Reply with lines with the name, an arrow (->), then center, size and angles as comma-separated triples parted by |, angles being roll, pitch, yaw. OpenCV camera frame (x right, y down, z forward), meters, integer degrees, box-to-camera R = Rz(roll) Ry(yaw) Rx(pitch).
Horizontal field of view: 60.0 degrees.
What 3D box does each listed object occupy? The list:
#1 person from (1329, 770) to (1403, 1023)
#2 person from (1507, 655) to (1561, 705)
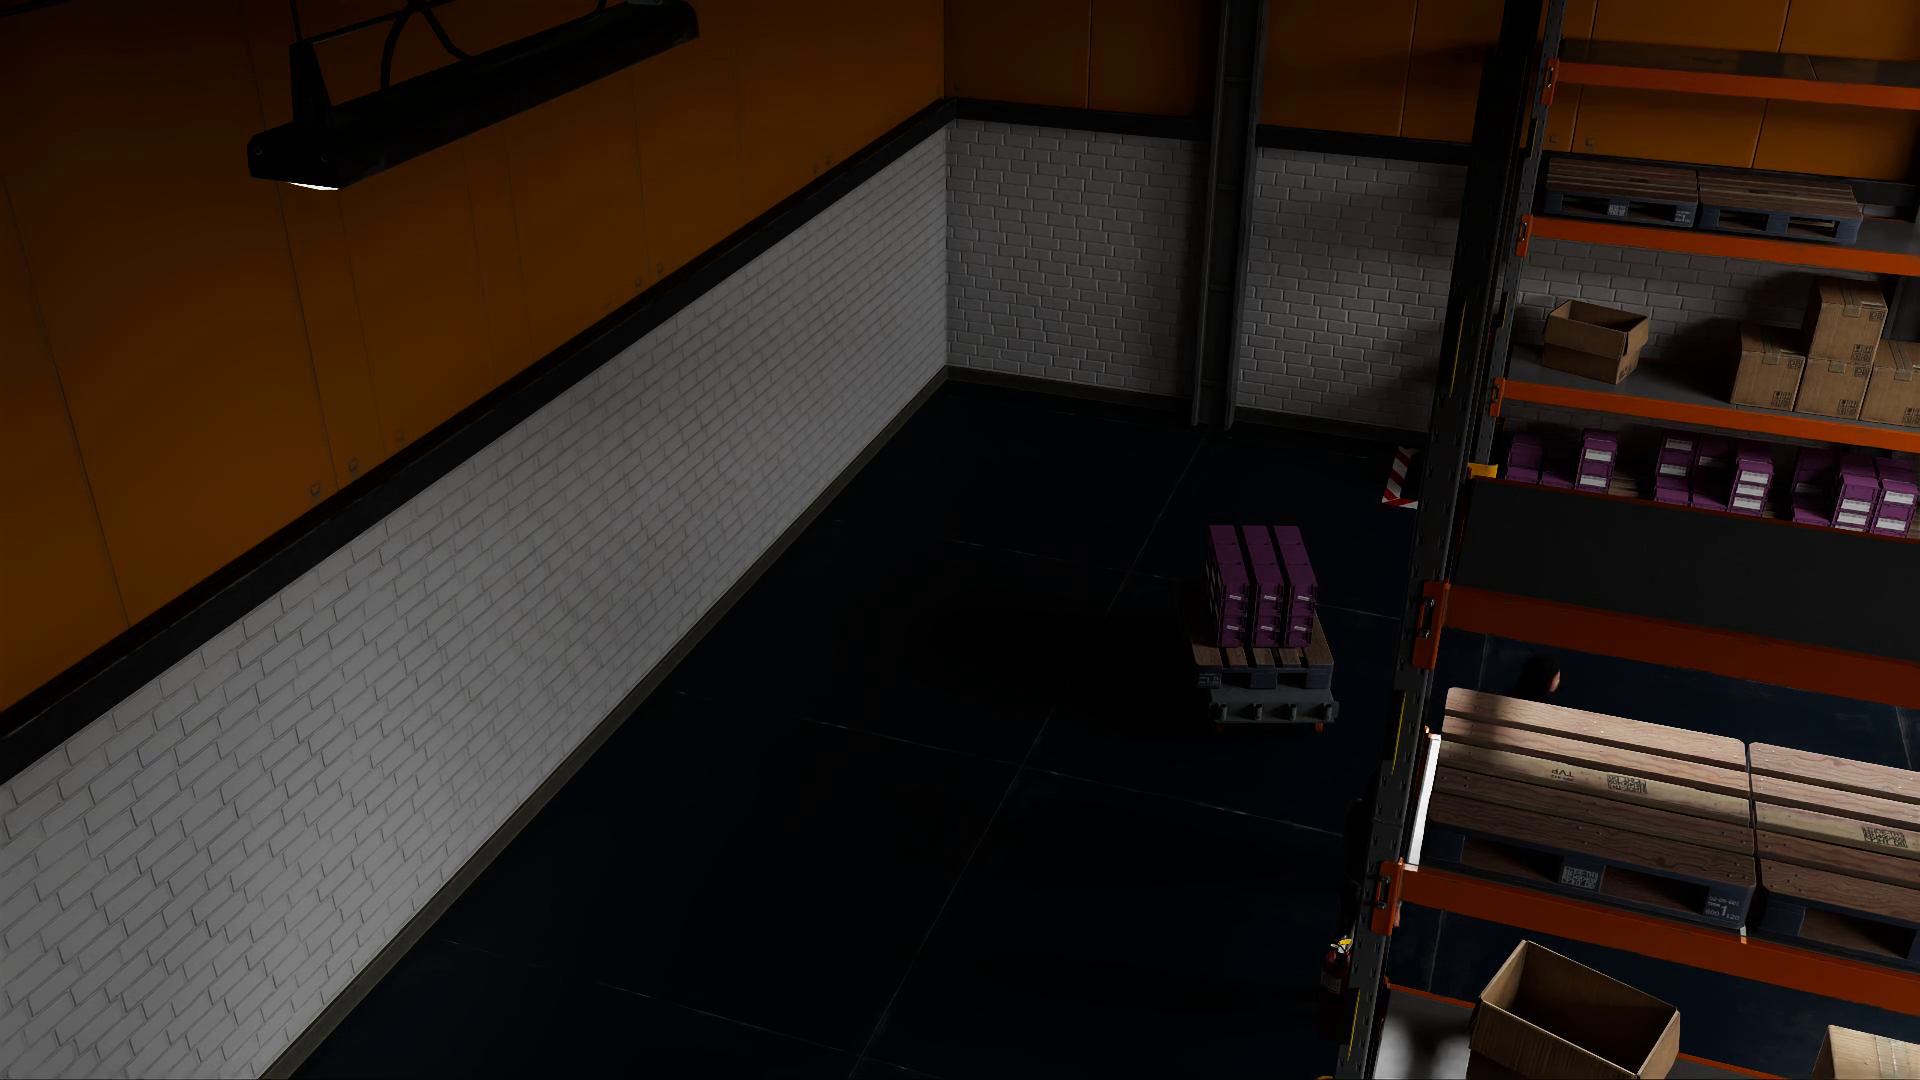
person -> 2.308, 2.014, 9.450 | 0.743, 1.703, 0.667 | -15, 32, -25
person -> 3.373, 1.498, 10.431 | 1.238, 1.671, 0.979 | -3, 29, -6
